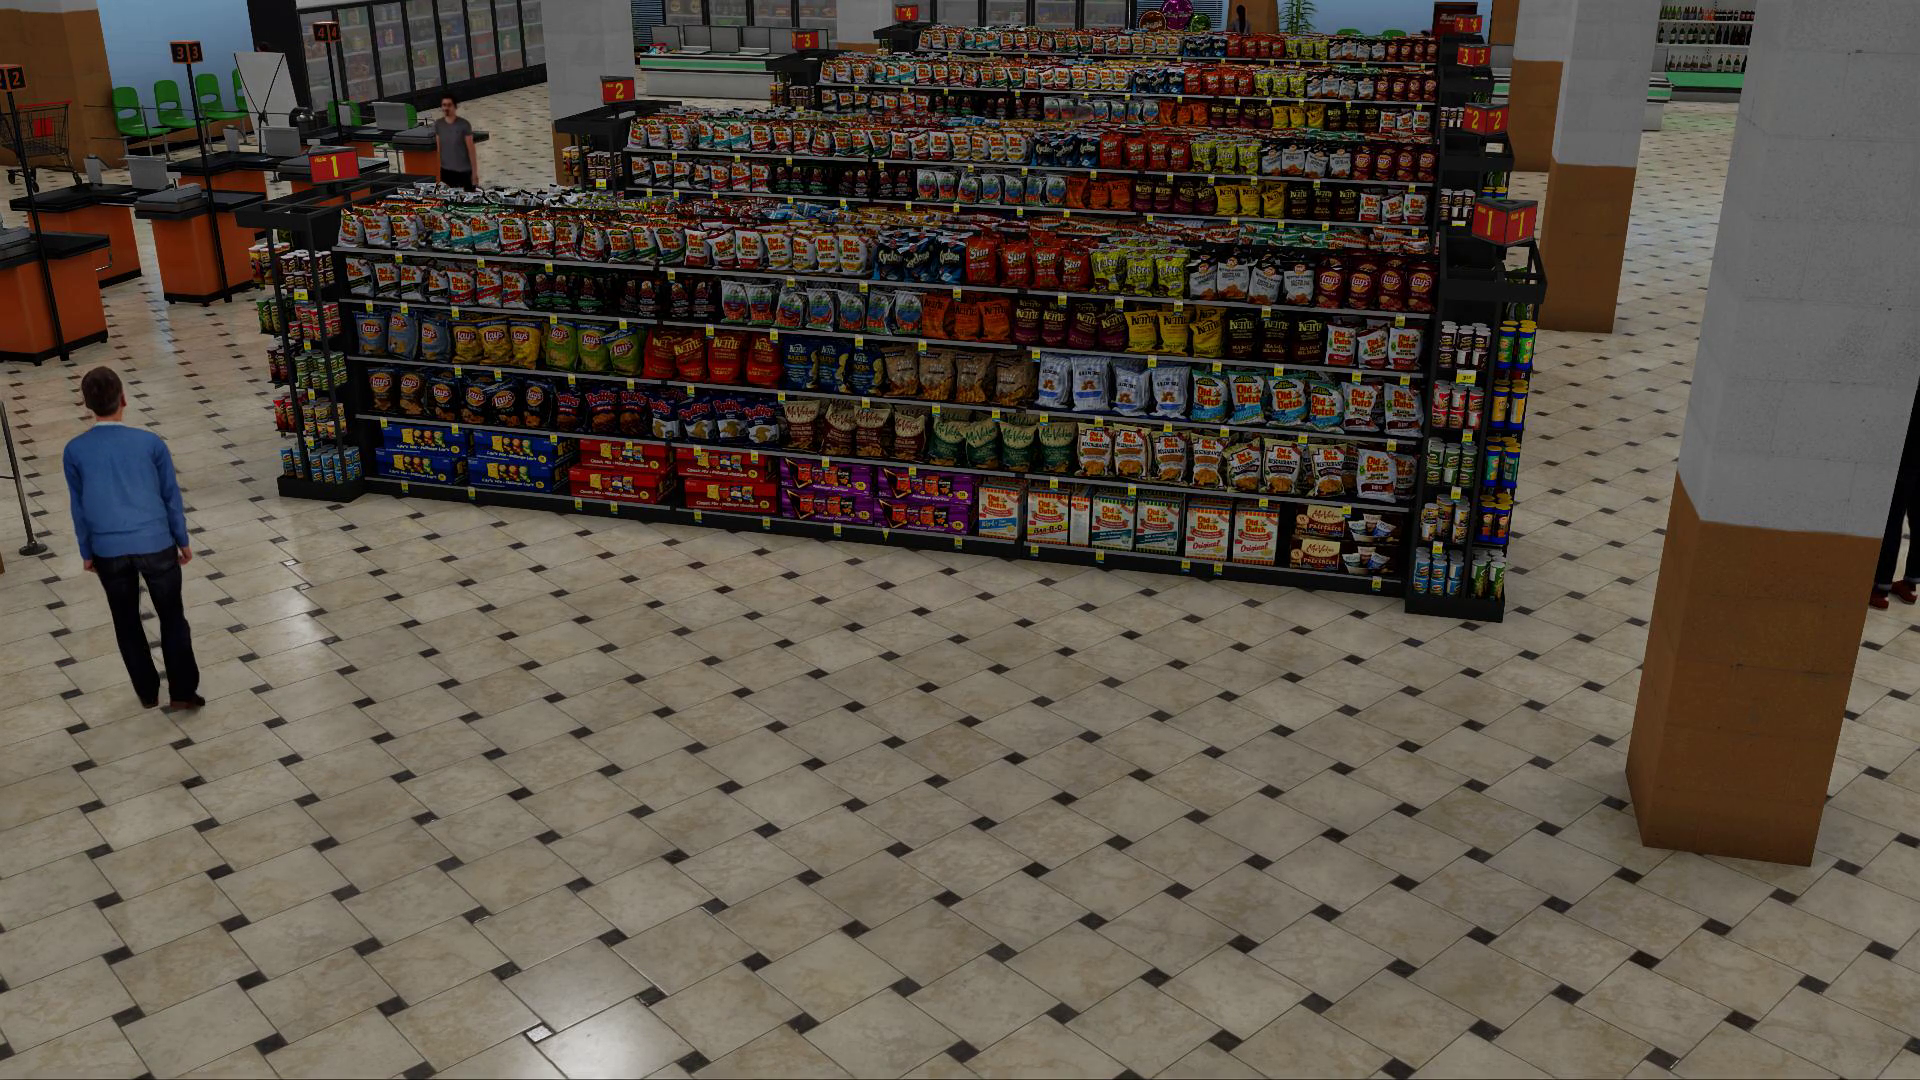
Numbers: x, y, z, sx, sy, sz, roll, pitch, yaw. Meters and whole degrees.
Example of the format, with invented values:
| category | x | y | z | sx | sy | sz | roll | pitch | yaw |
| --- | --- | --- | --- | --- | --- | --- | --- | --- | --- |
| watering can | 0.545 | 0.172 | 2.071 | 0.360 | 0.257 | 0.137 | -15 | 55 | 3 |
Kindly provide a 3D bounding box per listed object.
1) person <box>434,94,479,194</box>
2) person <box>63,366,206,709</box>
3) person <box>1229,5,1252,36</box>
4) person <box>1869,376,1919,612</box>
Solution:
| category | x | y | z | sx | sy | sz | roll | pitch | yaw |
| --- | --- | --- | --- | --- | --- | --- | --- | --- | --- |
| person | -5.727 | -4.224 | 19.073 | 1.144 | 1.719 | 0.860 | 1 | 22 | 1 |
| person | -4.168 | 0.017 | 8.377 | 0.864 | 1.826 | 0.920 | -8 | 23 | -18 |
| person | 5.404 | -9.510 | 32.287 | 0.659 | 1.677 | 0.770 | -4 | 22 | -11 |
| person | 5.525 | -0.478 | 9.619 | 0.745 | 1.817 | 0.851 | -7 | 23 | -18 |
